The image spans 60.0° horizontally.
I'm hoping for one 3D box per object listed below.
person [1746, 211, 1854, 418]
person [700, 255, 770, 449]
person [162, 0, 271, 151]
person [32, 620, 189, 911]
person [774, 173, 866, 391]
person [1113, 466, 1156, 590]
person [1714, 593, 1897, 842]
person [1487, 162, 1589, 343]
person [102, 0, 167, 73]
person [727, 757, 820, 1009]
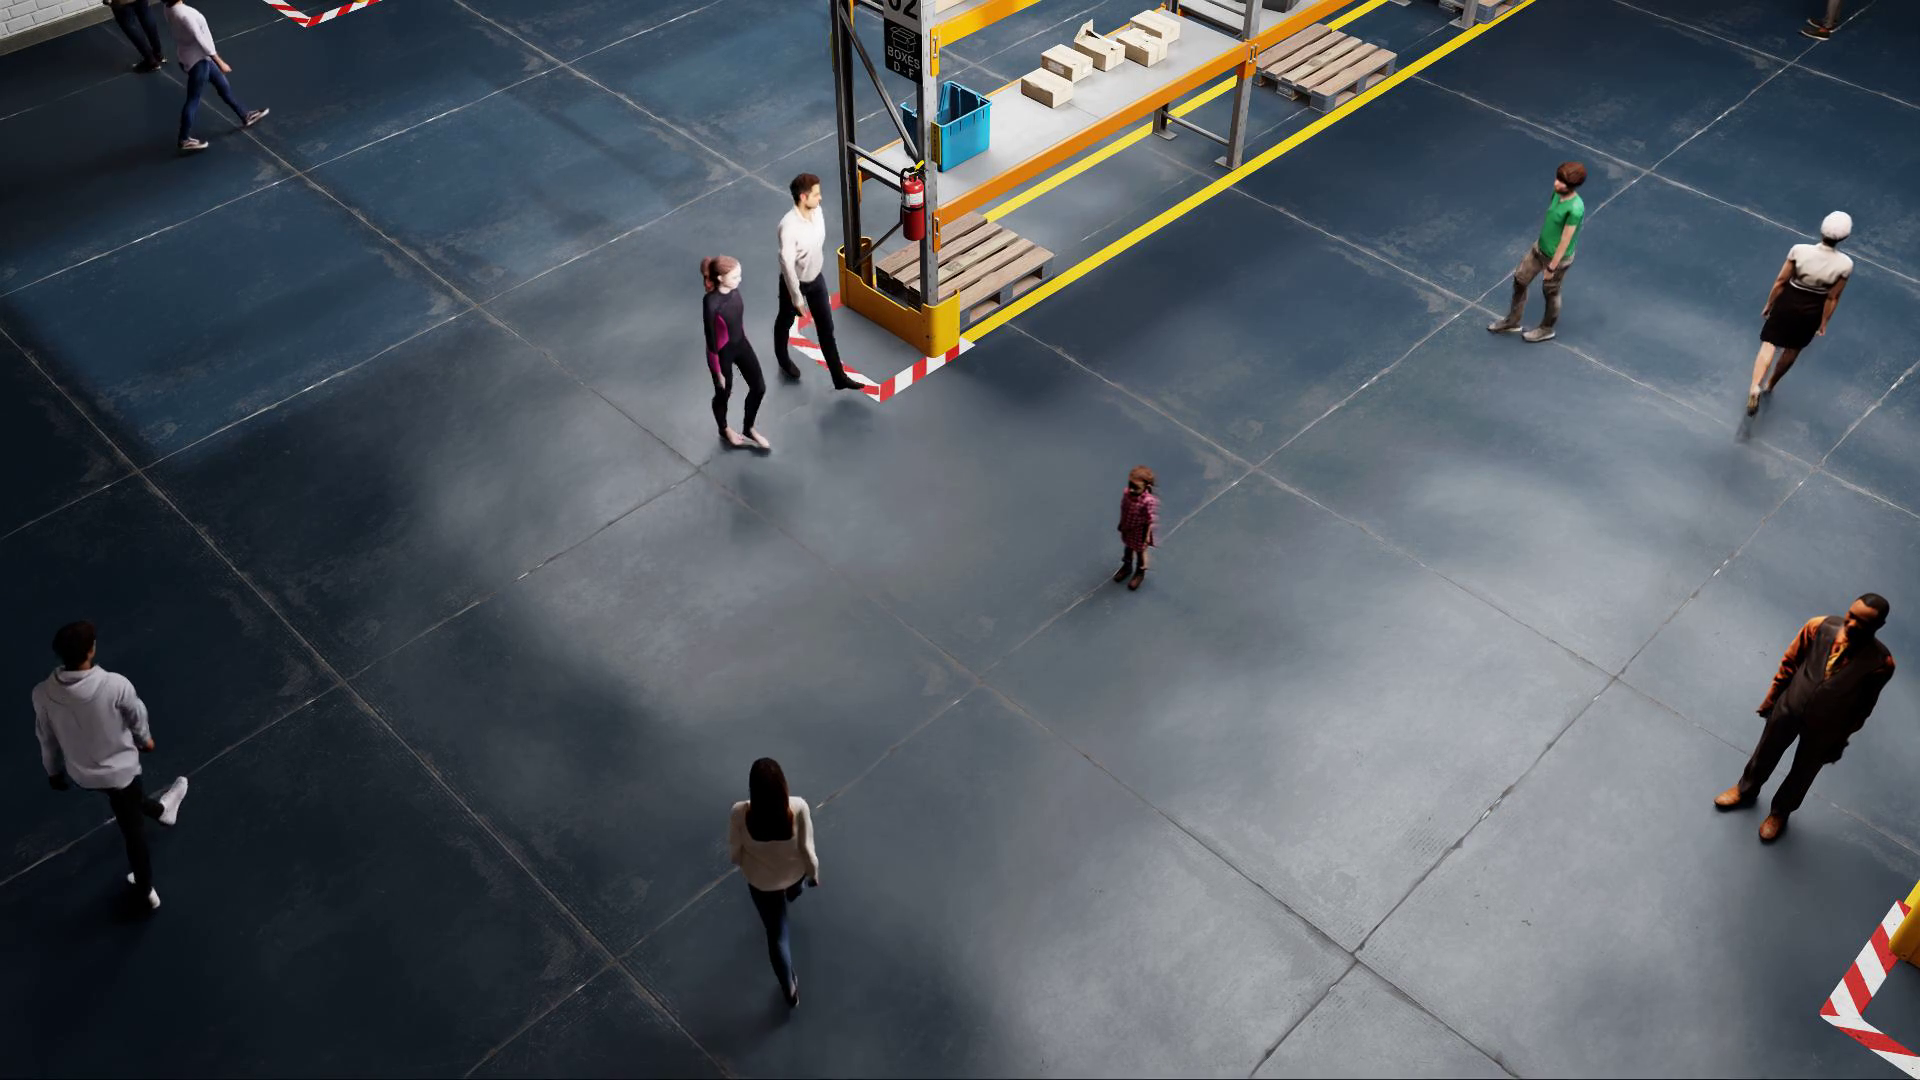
[{"bbox_3d":[6.276,-1.659,12.499,0.755,1.738,1.012,23,48,23],"label":"person"},{"bbox_3d":[-1.770,-1.384,12.222,0.765,1.722,0.690,22,48,21],"label":"person"},{"bbox_3d":[-7.190,-4.418,15.447,1.203,1.666,0.766,-27,50,-25],"label":"person"},{"bbox_3d":[-4.789,1.329,9.273,1.173,1.863,1.187,-10,45,-10],"label":"person"},{"bbox_3d":[-1.286,-2.005,12.800,0.844,1.824,1.071,32,52,29],"label":"person"},{"bbox_3d":[1.207,-0.112,11.394,0.433,1.022,0.414,-34,53,-31],"label":"person"},{"bbox_3d":[4.924,0.991,9.594,0.635,1.907,0.716,-28,50,-27],"label":"person"},{"bbox_3d":[4.799,-2.289,13.235,0.922,1.636,0.837,-7,44,-8],"label":"person"},{"bbox_3d":[-8.331,-5.604,16.539,0.916,1.877,0.806,19,47,19],"label":"person"},{"bbox_3d":[-0.964,1.848,8.890,1.159,1.639,1.135,-6,44,-6],"label":"person"}]
